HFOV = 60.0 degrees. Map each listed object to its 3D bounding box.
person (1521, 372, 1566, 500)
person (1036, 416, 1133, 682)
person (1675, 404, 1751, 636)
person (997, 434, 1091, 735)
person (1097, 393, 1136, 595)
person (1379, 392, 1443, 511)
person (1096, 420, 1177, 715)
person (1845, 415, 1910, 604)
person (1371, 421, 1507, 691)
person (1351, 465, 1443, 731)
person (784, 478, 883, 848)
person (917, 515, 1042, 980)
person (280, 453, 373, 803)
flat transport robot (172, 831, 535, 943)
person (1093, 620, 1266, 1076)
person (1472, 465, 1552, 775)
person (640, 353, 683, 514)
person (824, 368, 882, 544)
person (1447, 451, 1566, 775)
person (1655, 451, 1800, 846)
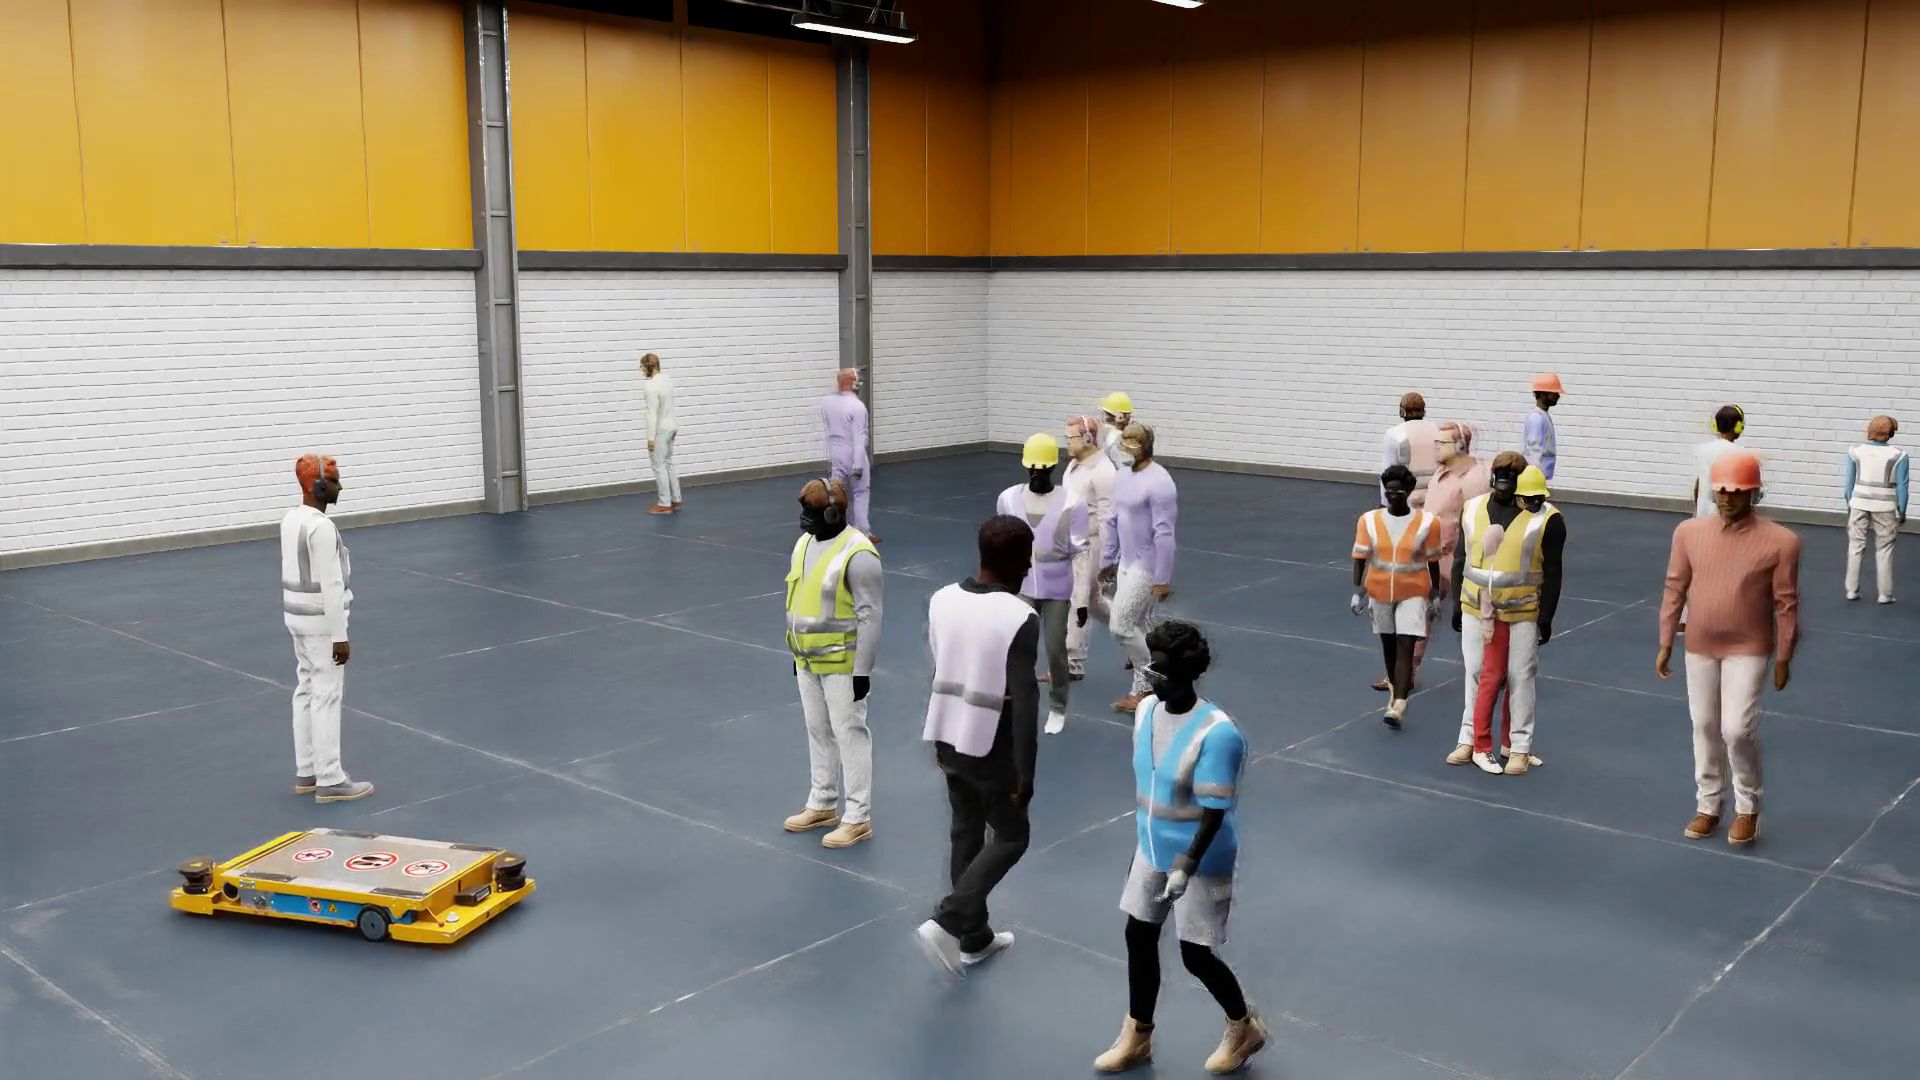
[{"bbox_3d":[5.439,-0.604,15.575,0.371,1.935,0.550,4,10,22],"label":"person"},{"bbox_3d":[0.962,0.054,11.668,0.844,1.875,0.675,-3,9,-15],"label":"person"},{"bbox_3d":[6.039,-0.157,13.169,0.981,1.813,0.521,-5,10,-30],"label":"person"},{"bbox_3d":[0.490,0.297,10.063,0.607,1.892,0.818,3,10,18],"label":"person"},{"bbox_3d":[1.445,-0.405,14.774,0.886,1.789,0.618,-3,9,-16],"label":"person"},{"bbox_3d":[3.865,-0.346,14.275,0.624,1.838,0.430,-3,9,-17],"label":"person"},{"bbox_3d":[1.118,0.189,10.640,0.455,1.919,0.656,-3,9,-16],"label":"person"},{"bbox_3d":[7.905,-0.260,14.365,0.343,1.638,0.520,-8,12,-41],"label":"person"},{"bbox_3d":[3.355,0.123,11.275,0.976,1.864,0.657,-2,9,-13],"label":"person"},{"bbox_3d":[2.719,0.353,10.456,0.536,1.640,0.911,5,10,27],"label":"person"},{"bbox_3d":[-0.652,0.604,8.297,0.429,1.839,0.633,-7,12,-38],"label":"person"},{"bbox_3d":[0.055,0.836,6.658,0.618,1.893,0.577,8,12,43],"label":"person"},{"bbox_3d":[-3.459,0.470,8.992,0.337,1.883,0.584,-8,12,-41],"label":"person"},{"bbox_3d":[-2.704,1.522,7.438,1.431,0.197,0.652,3,9,17],"label":"flat transport robot"},{"bbox_3d":[0.805,1.085,5.788,0.570,1.674,0.547,-6,11,-33],"label":"person"},{"bbox_3d":[3.187,0.450,9.494,0.532,1.767,0.328,-5,10,-29],"label":"person"},{"bbox_3d":[-3.559,-1.262,19.772,0.444,1.915,0.655,2,9,10],"label":"person"},{"bbox_3d":[-1.203,-0.854,17.317,0.810,1.883,0.650,-8,12,-41],"label":"person"},{"bbox_3d":[3.098,0.408,9.512,0.625,1.846,0.429,7,11,37],"label":"person"},{"bbox_3d":[3.791,0.541,8.263,0.463,1.977,0.601,-8,12,-41],"label":"person"}]
